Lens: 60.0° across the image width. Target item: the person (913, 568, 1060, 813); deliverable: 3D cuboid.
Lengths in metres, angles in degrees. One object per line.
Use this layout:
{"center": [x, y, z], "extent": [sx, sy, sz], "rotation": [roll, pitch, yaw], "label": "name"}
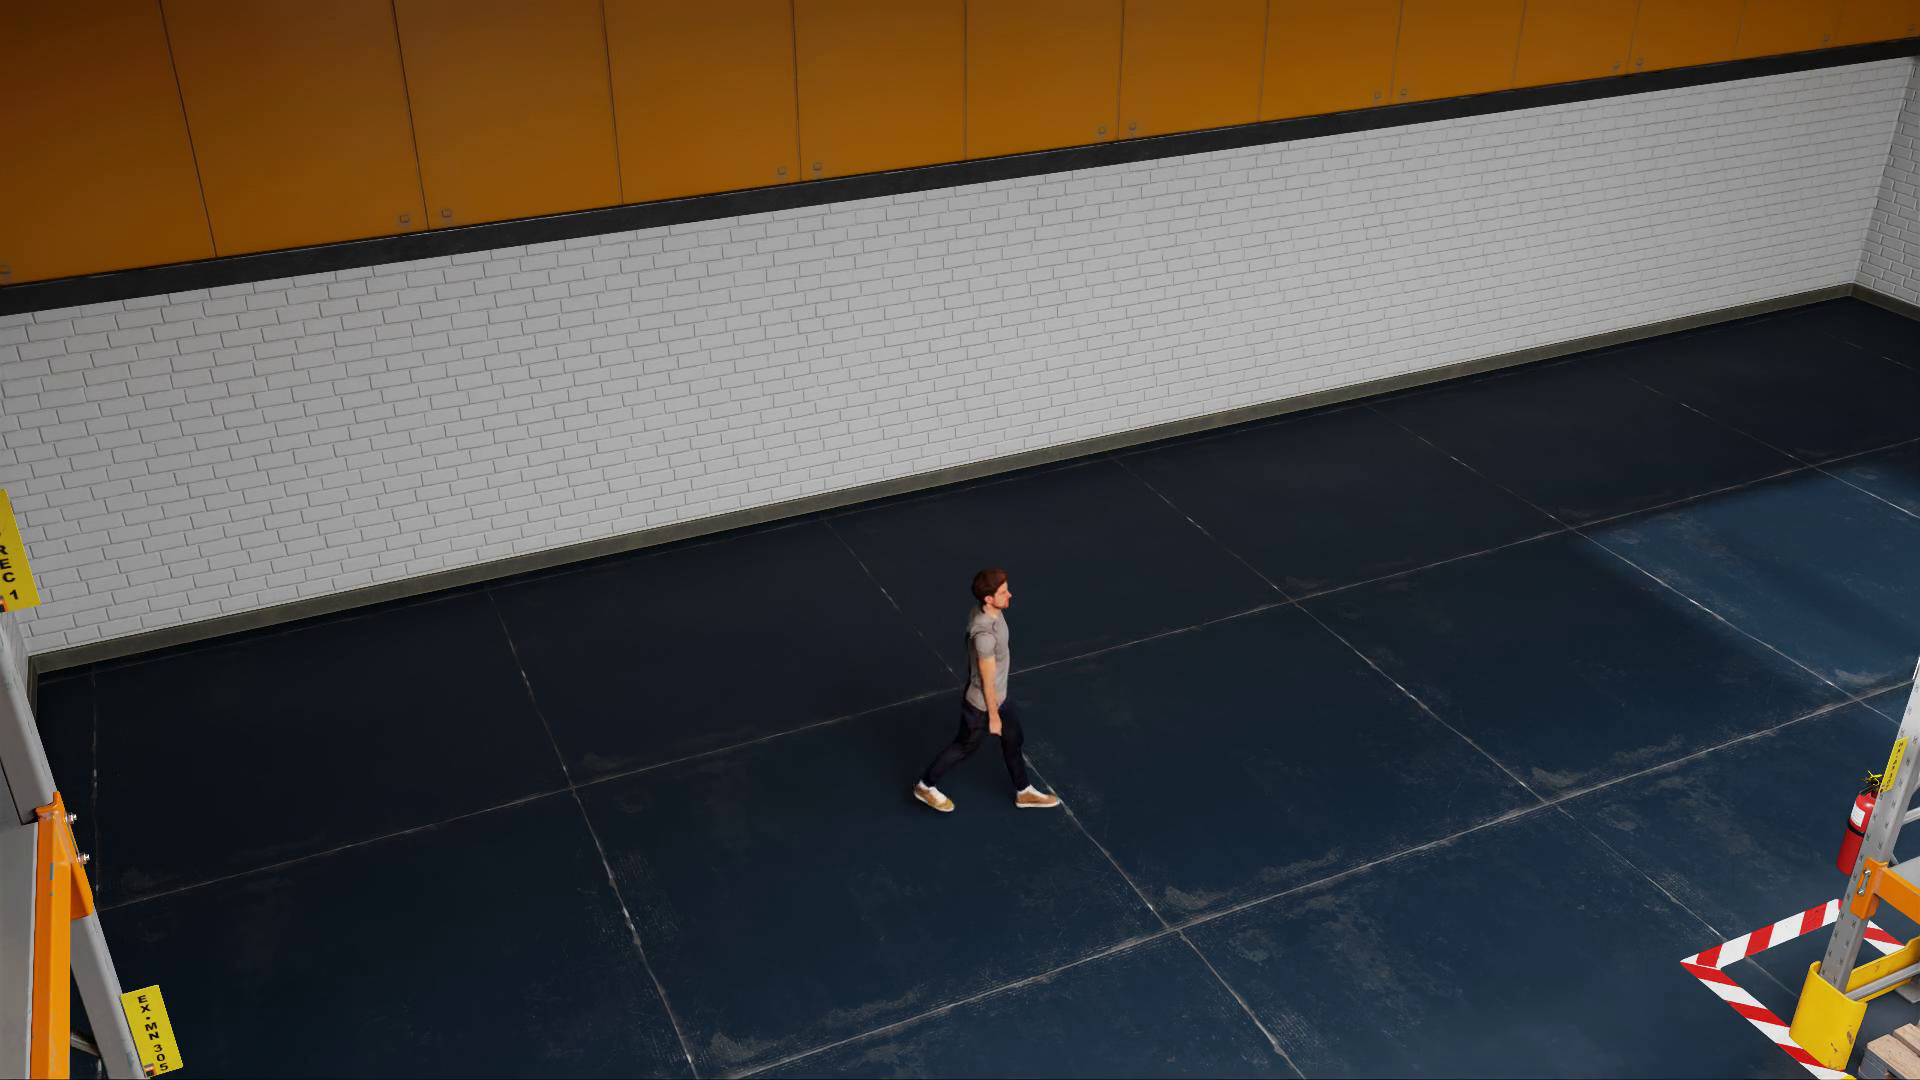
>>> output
{"center": [0.081, 1.028, 10.855], "extent": [1.170, 1.851, 1.250], "rotation": [4, 29, 7], "label": "person"}
